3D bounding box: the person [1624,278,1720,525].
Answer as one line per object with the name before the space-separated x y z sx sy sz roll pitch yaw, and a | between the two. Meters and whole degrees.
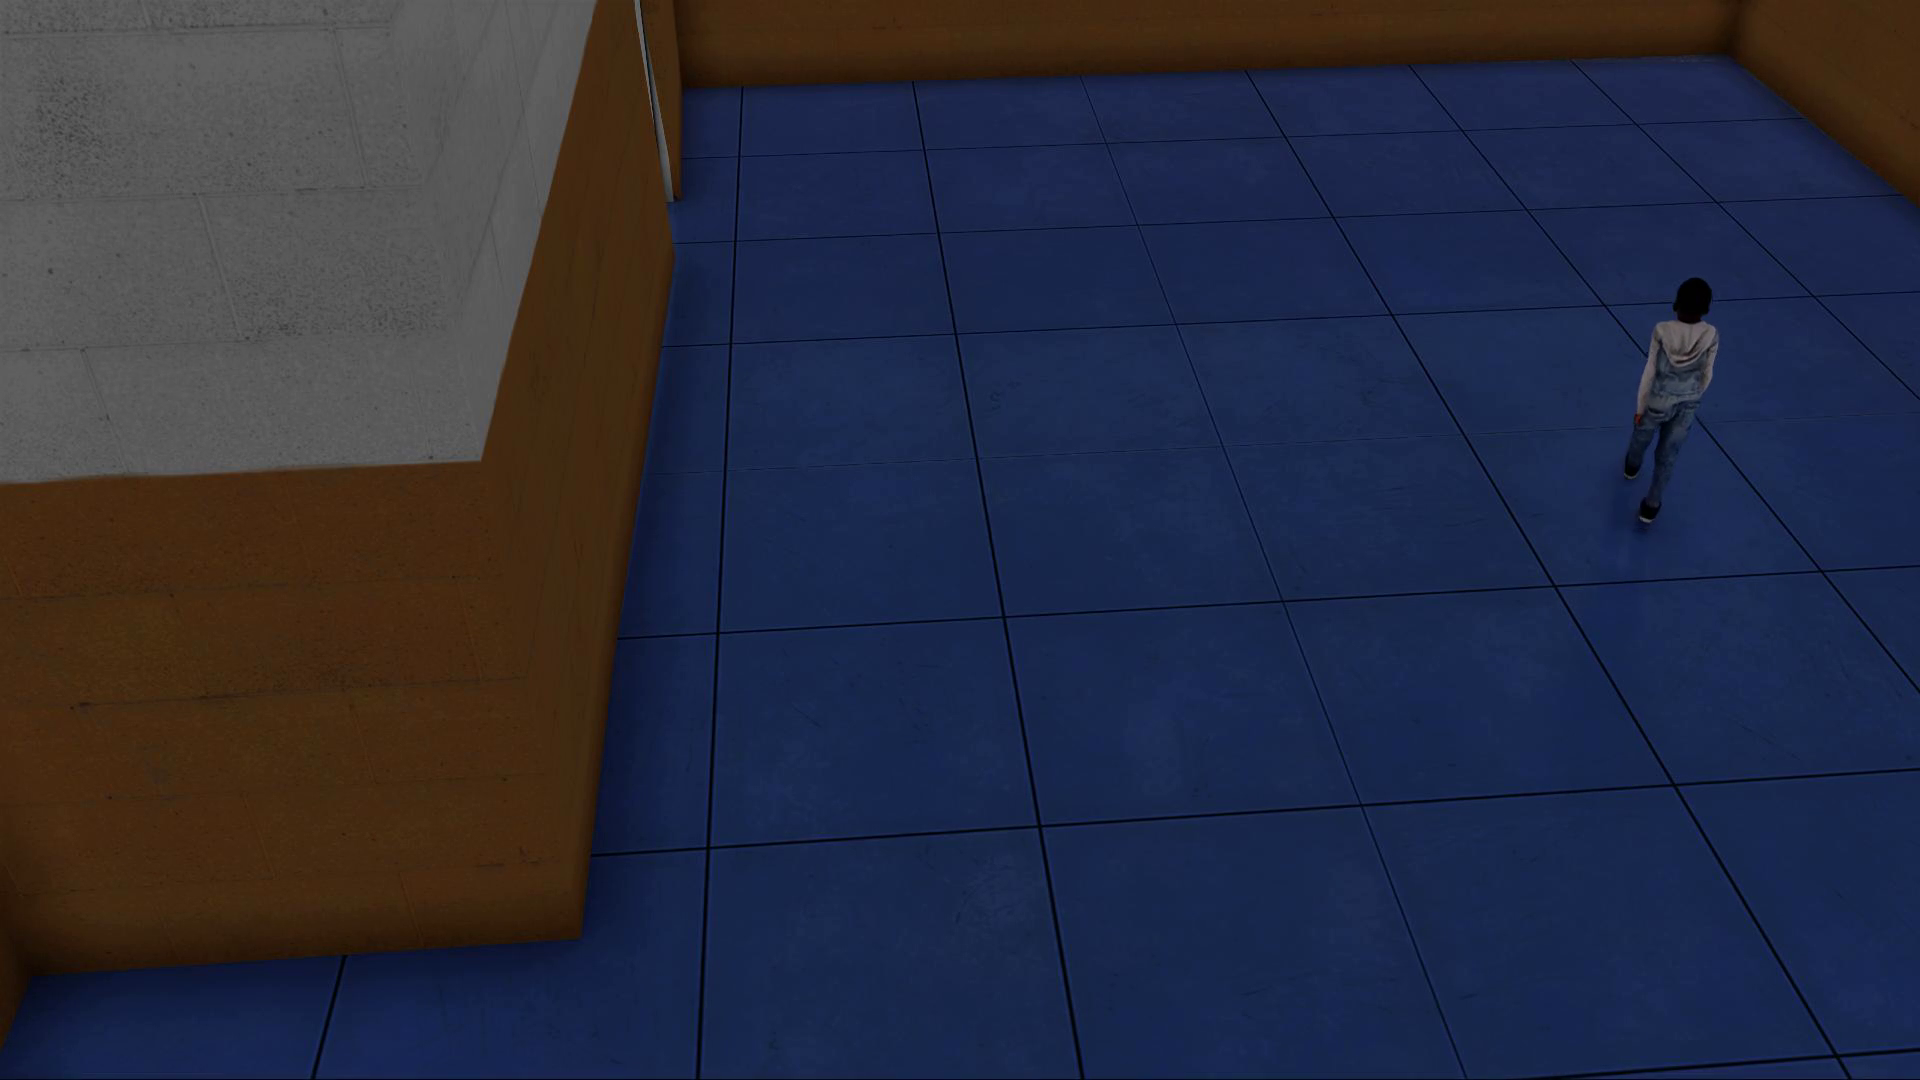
person | 3.469 -0.659 8.126 0.881 1.234 0.773 11 38 15
